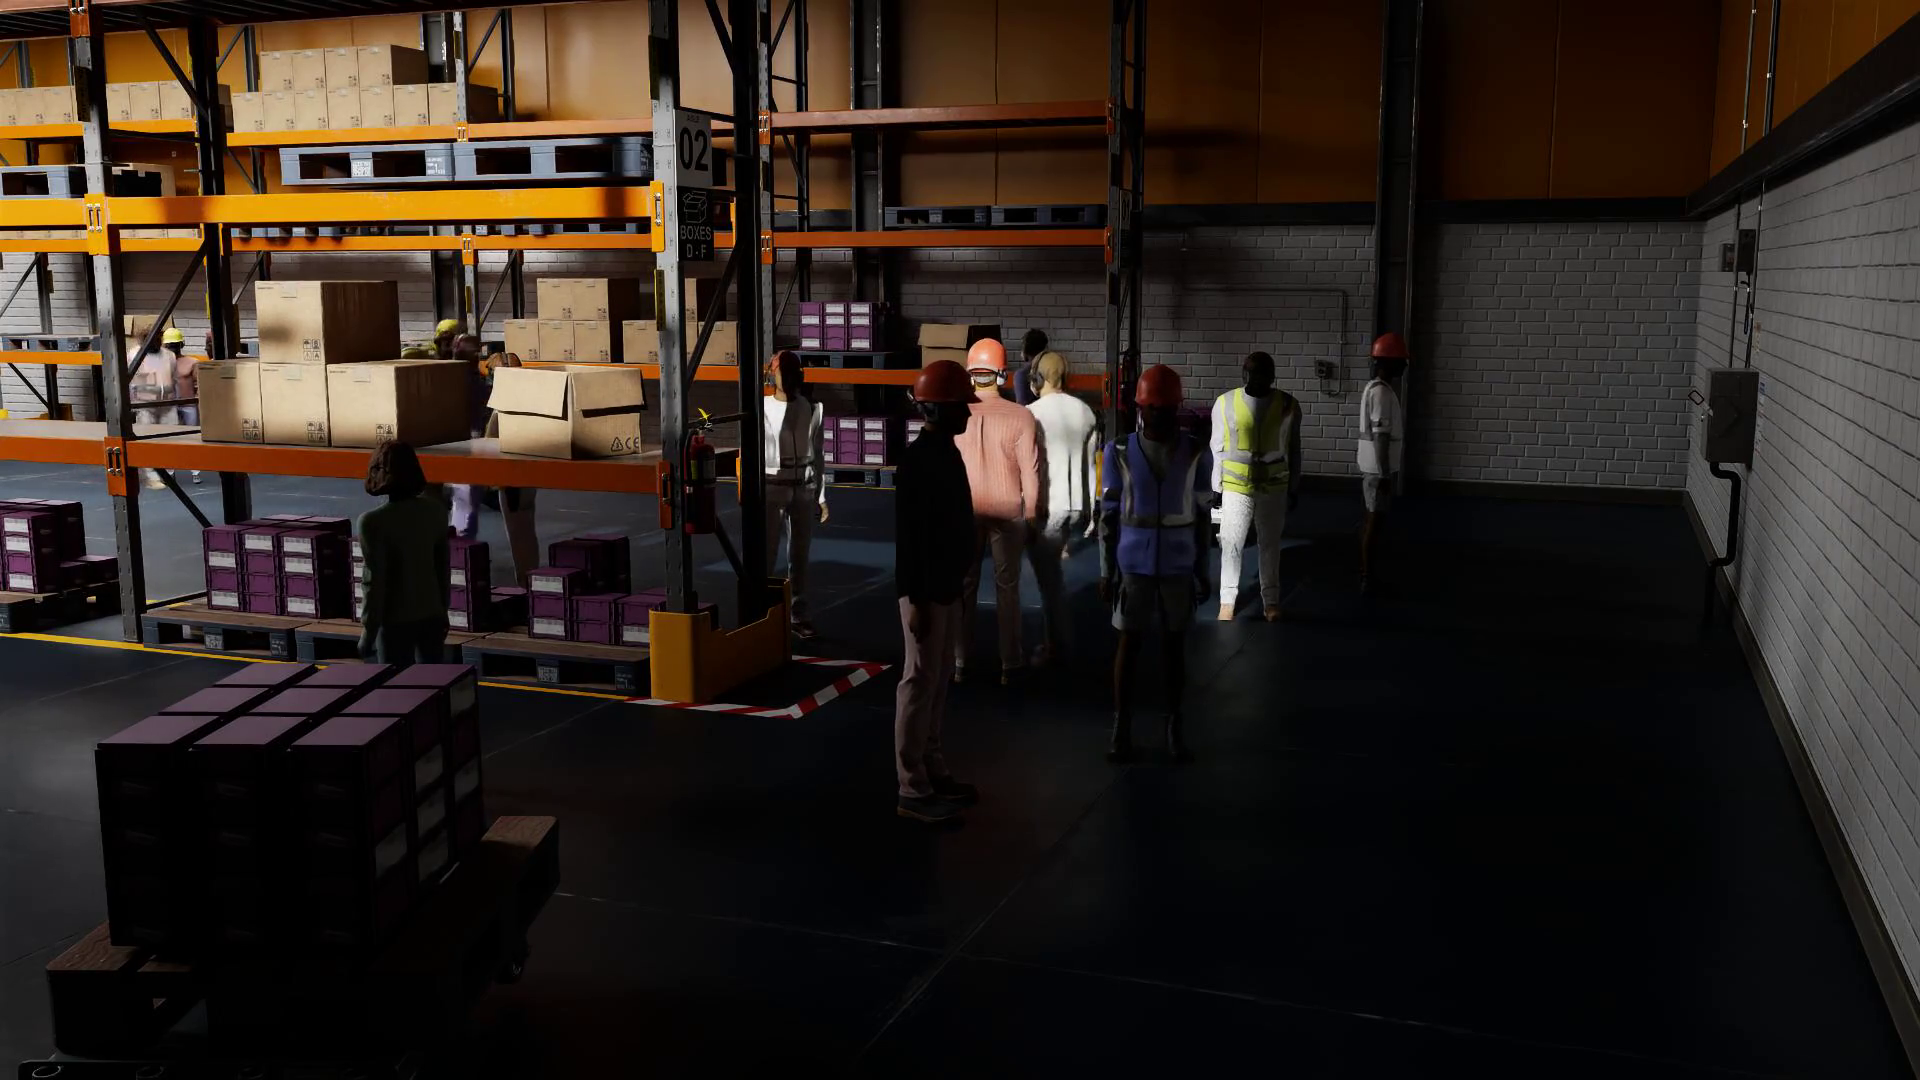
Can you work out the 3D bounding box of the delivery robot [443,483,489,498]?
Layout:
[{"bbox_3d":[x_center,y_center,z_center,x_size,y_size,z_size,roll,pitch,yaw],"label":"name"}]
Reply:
[{"bbox_3d":[-4.929,-0.622,16.718,0.707,0.478,0.477,-5,10,-27],"label":"delivery robot"}]

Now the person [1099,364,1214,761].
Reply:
[{"bbox_3d":[0.946,0.121,8.027,0.552,1.932,0.377,0,9,3],"label":"person"}]

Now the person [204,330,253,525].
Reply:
[{"bbox_3d":[-6.612,-0.970,15.039,0.337,1.882,0.585,-2,9,-14],"label":"person"}]

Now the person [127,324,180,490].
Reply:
[{"bbox_3d":[-8.877,-1.459,18.323,0.433,1.828,0.627,7,12,38],"label":"person"}]

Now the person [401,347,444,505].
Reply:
[{"bbox_3d":[-4.030,-0.534,12.483,0.404,1.827,0.586,-1,9,-7],"label":"person"}]

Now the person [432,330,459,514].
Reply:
[{"bbox_3d":[-4.891,-1.062,15.721,0.520,1.855,0.702,-8,12,-40],"label":"person"}]

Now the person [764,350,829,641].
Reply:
[{"bbox_3d":[-1.115,-0.270,10.645,0.584,1.882,0.337,-5,11,-30],"label":"person"}]

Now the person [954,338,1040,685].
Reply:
[{"bbox_3d":[0.164,-0.157,9.580,0.611,1.997,0.375,2,9,15],"label":"person"}]

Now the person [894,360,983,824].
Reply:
[{"bbox_3d":[-0.091,0.214,7.257,0.395,1.993,0.614,3,9,15],"label":"person"}]

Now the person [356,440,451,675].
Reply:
[{"bbox_3d":[-2.462,0.371,7.401,0.268,1.632,0.506,5,10,28],"label":"person"}]

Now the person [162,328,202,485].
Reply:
[{"bbox_3d":[-8.798,-1.499,18.731,0.533,1.767,0.326,-3,9,-18],"label":"person"}]

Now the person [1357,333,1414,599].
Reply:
[{"bbox_3d":[3.102,-0.542,12.188,0.374,1.933,0.573,1,9,8],"label":"person"}]

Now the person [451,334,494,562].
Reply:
[{"bbox_3d":[-4.003,-0.725,13.508,0.454,1.881,0.703,5,10,28],"label":"person"}]

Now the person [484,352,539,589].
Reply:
[{"bbox_3d":[-3.096,-0.385,11.533,0.428,1.836,0.625,-2,9,-10],"label":"person"}]

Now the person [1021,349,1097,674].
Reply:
[{"bbox_3d":[0.486,-0.169,9.919,0.592,1.921,0.631,8,12,43],"label":"person"}]

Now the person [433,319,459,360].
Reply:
[{"bbox_3d":[-5.544,-1.505,18.443,0.616,1.868,0.627,-7,12,-38],"label":"person"}]

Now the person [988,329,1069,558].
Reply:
[{"bbox_3d":[0.591,-0.812,13.989,0.637,1.905,0.886,-8,12,-41],"label":"person"}]

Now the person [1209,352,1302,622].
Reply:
[{"bbox_3d":[2.006,-0.357,11.329,0.633,1.841,0.429,1,9,4],"label":"person"}]
